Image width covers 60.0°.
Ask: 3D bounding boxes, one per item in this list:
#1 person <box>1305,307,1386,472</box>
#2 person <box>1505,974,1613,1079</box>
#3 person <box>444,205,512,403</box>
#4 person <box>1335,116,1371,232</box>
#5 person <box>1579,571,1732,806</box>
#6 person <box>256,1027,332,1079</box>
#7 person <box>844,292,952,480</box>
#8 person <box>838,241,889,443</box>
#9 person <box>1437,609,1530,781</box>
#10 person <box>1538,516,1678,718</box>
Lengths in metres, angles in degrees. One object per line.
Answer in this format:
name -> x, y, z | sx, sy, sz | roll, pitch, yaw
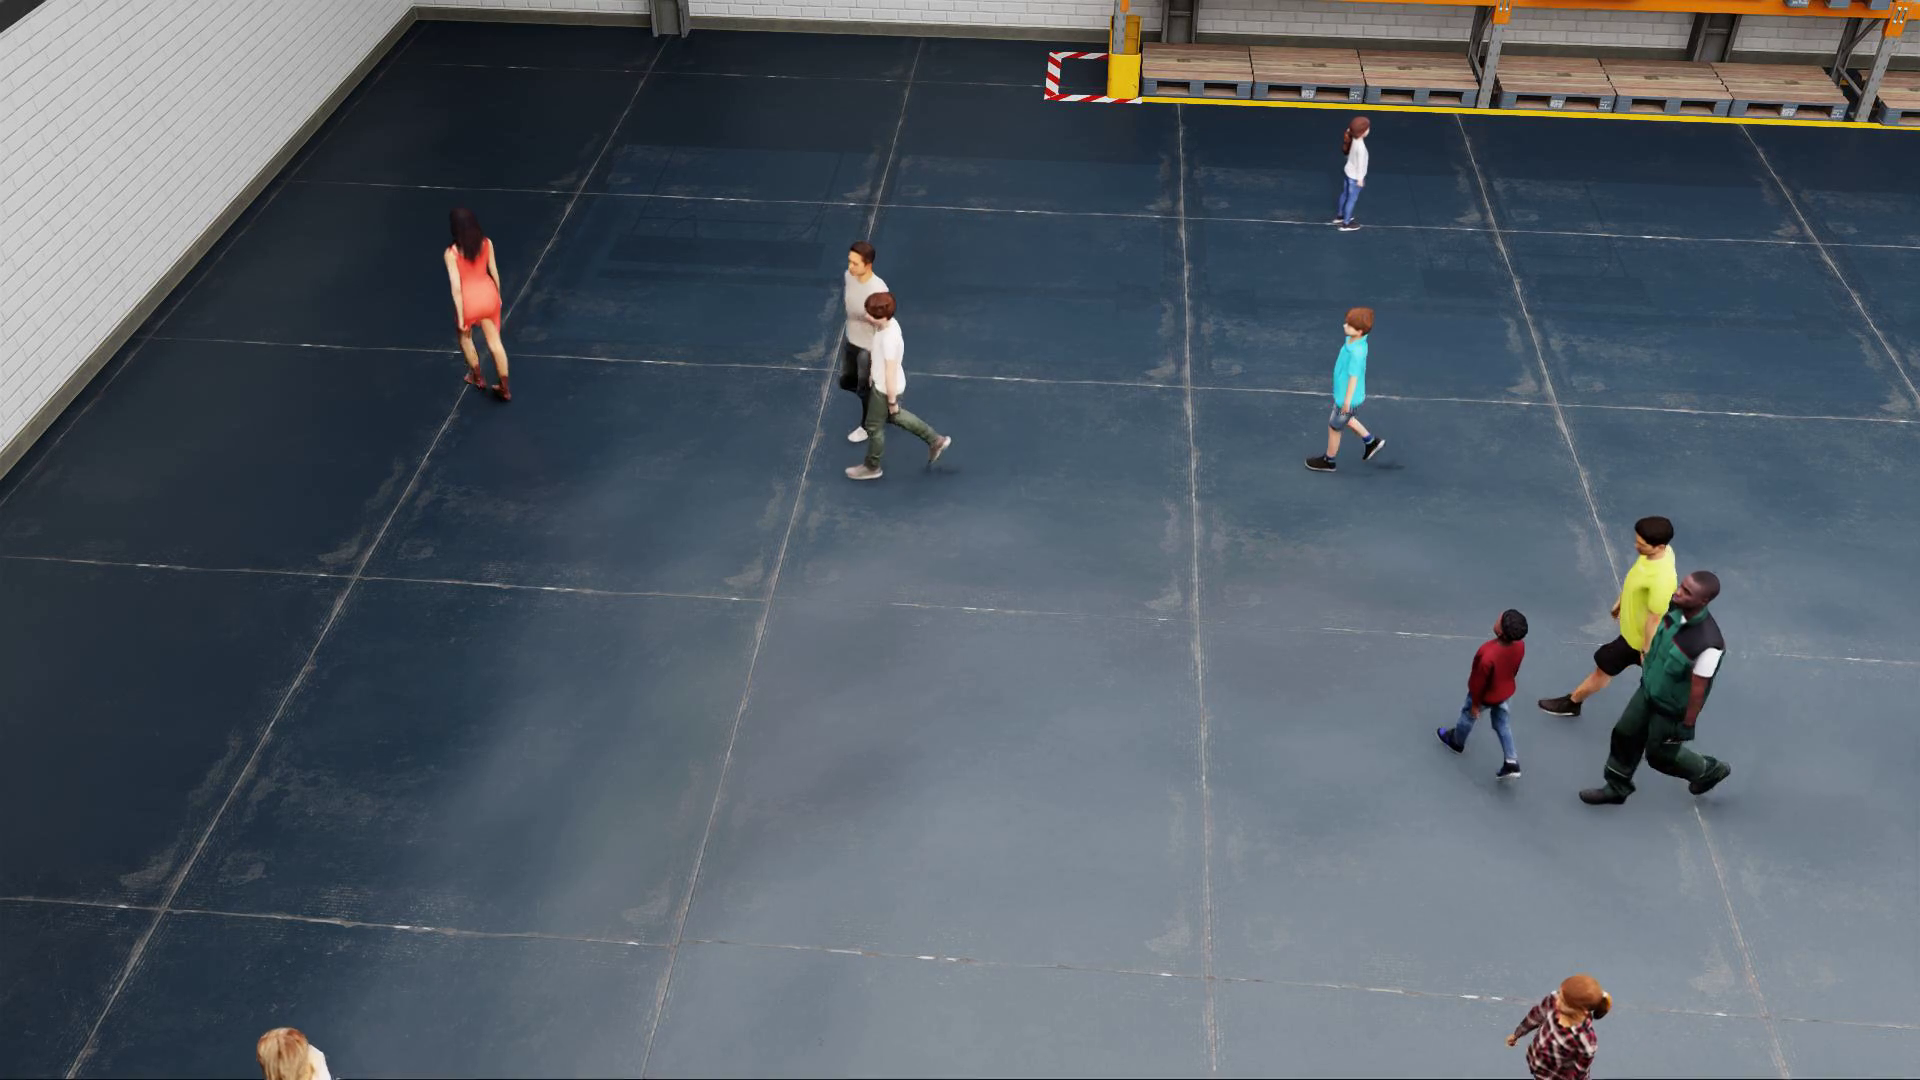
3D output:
person -> 2.986, -1.126, 12.506 | 0.822, 1.440, 0.595 | 8, 39, 10
person -> 2.945, 2.526, 8.064 | 0.892, 1.277, 0.645 | -4, 39, -4
person -> -3.773, -1.823, 13.169 | 0.829, 1.702, 0.891 | -29, 47, -32
person -> 3.723, -3.487, 15.725 | 0.523, 1.112, 0.488 | -5, 39, -6
person -> 4.203, 0.909, 9.659 | 1.118, 1.814, 0.809 | -2, 39, -2
person -> -2.740, 2.712, 7.417 | 1.042, 1.793, 0.747 | -6, 39, -7
person -> -0.461, -1.142, 12.369 | 1.097, 1.635, 0.701 | -2, 39, -2
person -> -0.643, -1.540, 12.741 | 0.899, 1.795, 0.840 | -23, 44, -26
person -> 3.267, 0.944, 10.070 | 0.860, 1.245, 0.834 | -17, 42, -21
person -> 4.282, 0.539, 10.250 | 1.141, 1.653, 0.780 | 10, 40, 12
